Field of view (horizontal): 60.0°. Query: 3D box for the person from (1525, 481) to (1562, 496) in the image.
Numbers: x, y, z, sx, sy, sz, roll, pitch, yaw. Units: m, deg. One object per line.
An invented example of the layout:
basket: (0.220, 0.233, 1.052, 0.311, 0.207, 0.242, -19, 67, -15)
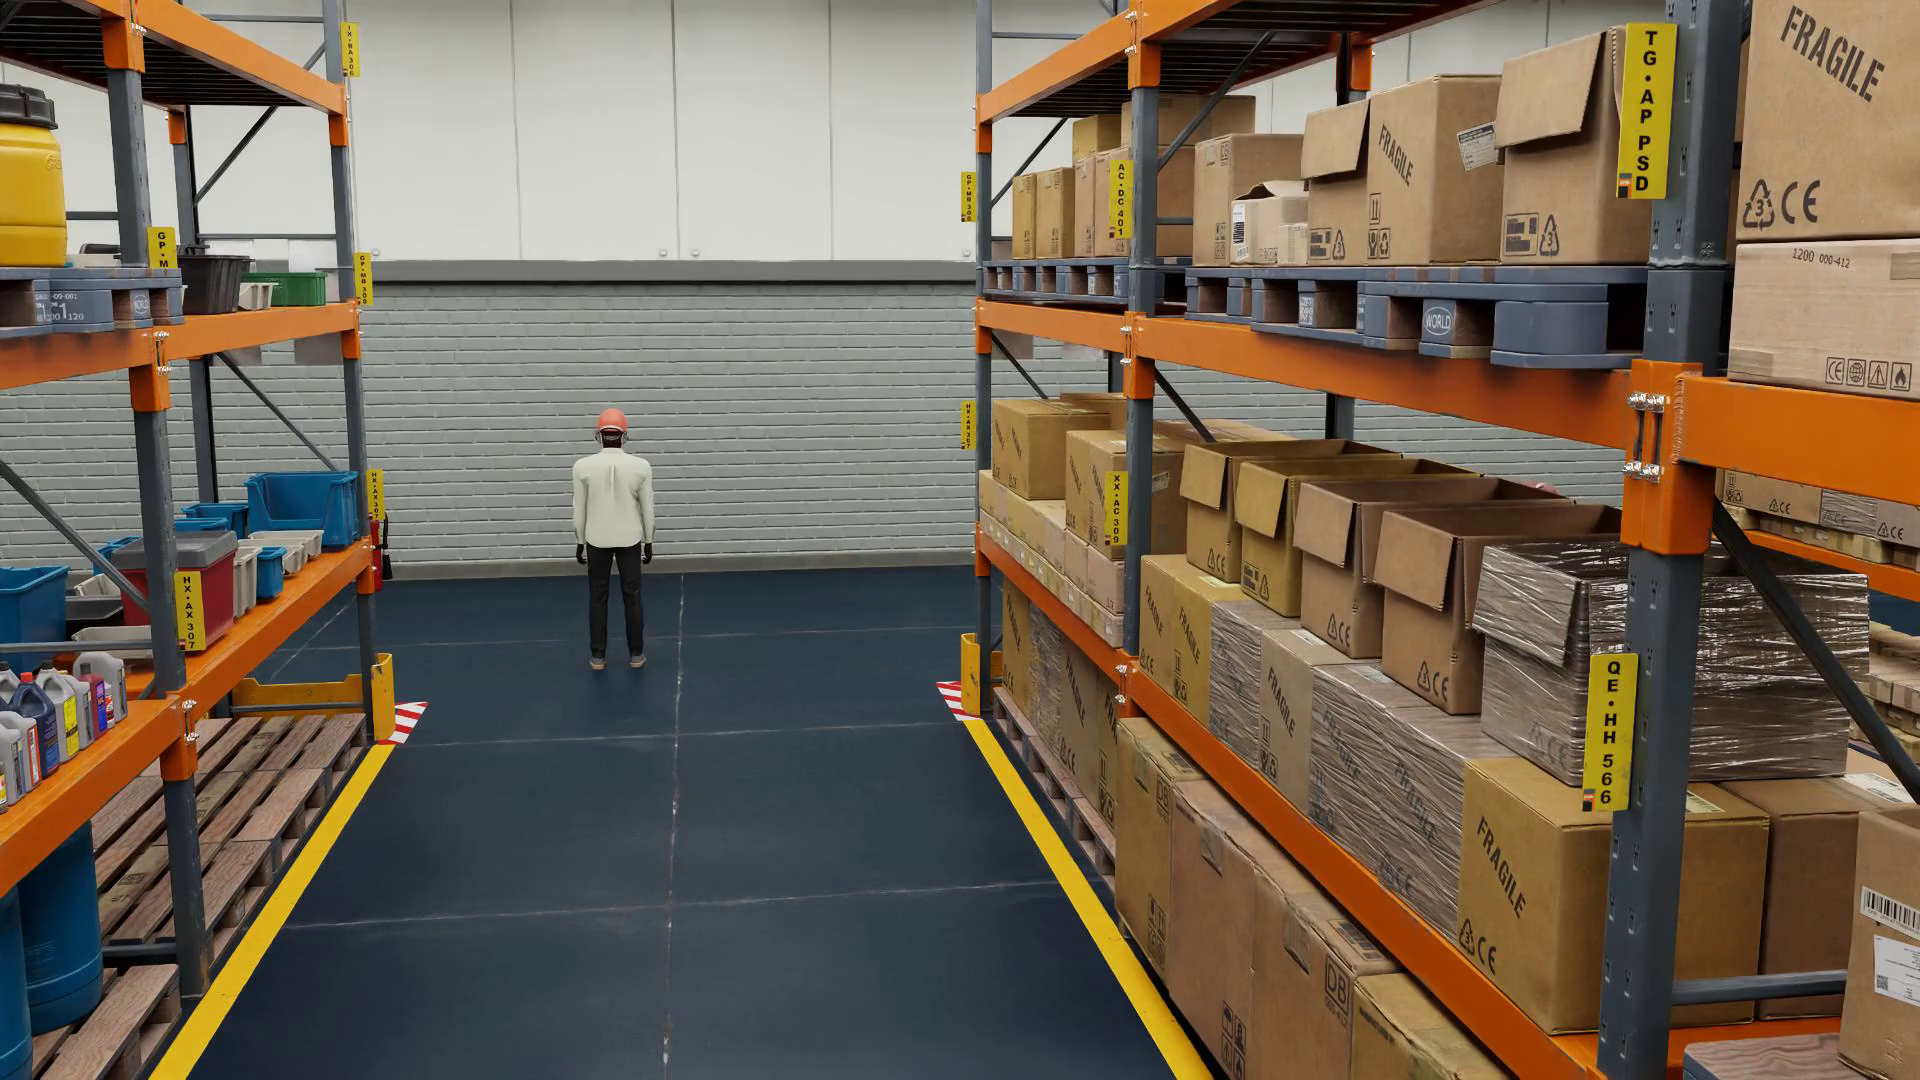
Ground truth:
person: (3.094, 0.604, 9.272, 0.681, 1.875, 0.464, 0, 9, 2)

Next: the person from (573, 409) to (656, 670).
person: (-2.636, -0.005, 12.695, 0.613, 1.988, 0.402, -2, 9, -14)
